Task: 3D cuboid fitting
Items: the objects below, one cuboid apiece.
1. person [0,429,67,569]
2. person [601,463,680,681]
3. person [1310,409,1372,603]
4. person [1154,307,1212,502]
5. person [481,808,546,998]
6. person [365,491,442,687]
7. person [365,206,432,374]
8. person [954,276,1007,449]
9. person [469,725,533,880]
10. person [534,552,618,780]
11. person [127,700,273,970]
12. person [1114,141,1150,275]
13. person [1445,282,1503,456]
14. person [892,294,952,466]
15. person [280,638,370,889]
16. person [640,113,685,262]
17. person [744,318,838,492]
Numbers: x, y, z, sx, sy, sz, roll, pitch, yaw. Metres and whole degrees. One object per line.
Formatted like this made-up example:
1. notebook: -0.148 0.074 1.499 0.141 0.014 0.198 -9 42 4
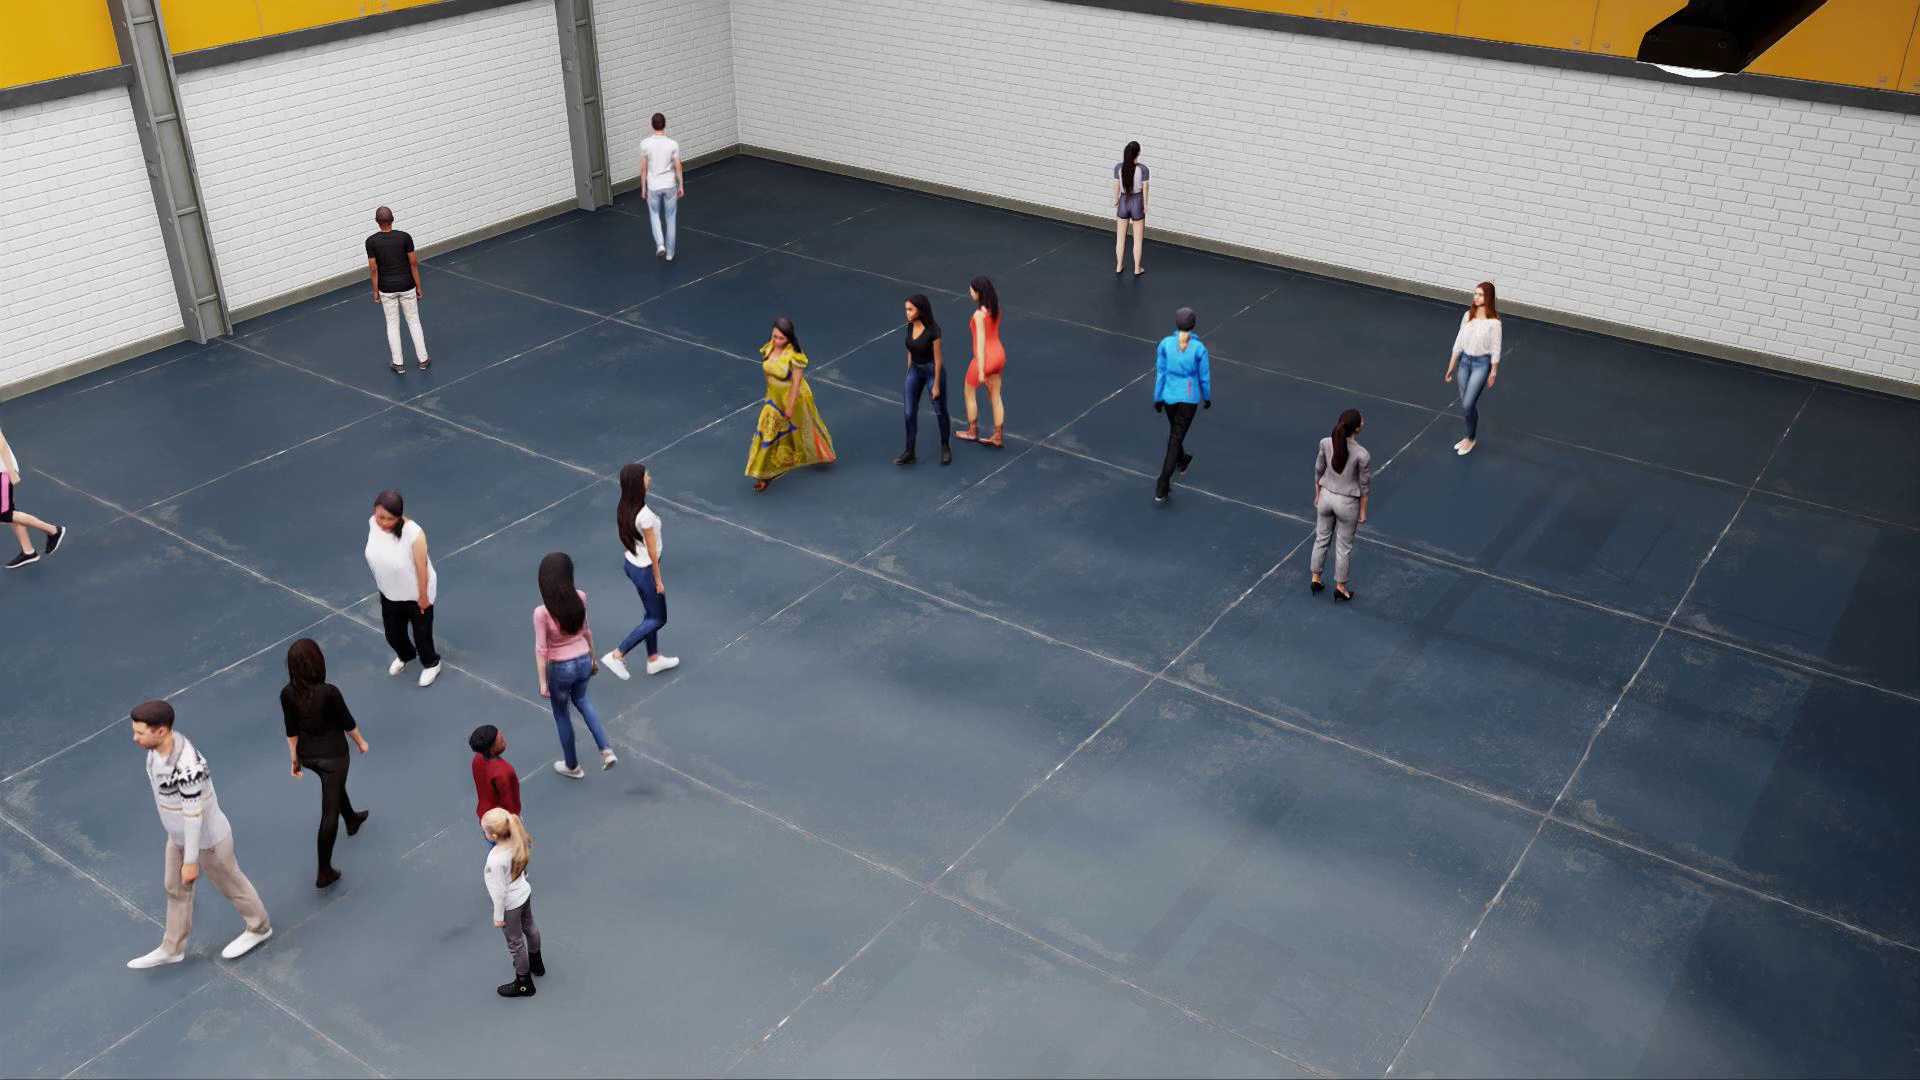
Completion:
1. person: -7.918 -0.598 13.918 0.807 1.770 0.730 -22 36 -35
2. person: -2.416 0.284 12.313 0.954 1.758 0.799 -16 33 -27
3. person: 3.059 -0.282 13.436 0.635 1.677 0.593 22 35 34
4. person: 1.960 -1.185 15.018 0.664 1.748 1.156 16 33 27
5. person: -2.564 2.061 9.556 0.624 1.280 0.540 5 29 10
6. person: -4.108 0.332 12.328 0.751 1.659 0.704 21 35 33
7. person: -5.987 -2.668 17.677 0.704 1.805 0.821 -13 31 -22
8. person: 0.345 -1.672 15.971 0.673 1.689 0.695 15 32 26
9. person: -2.890 1.701 10.247 0.538 1.250 0.548 25 37 37
10. person: -2.586 0.892 11.226 0.757 1.733 0.746 23 36 35
11. person: -4.355 1.669 9.696 1.073 1.833 0.838 -25 37 -37
12. person: 2.102 -4.082 20.431 0.637 1.650 0.587 11 31 19
13. person: 4.983 -1.666 15.935 0.729 1.714 0.683 -18 33 -29
14. person: -0.266 -1.519 15.673 0.555 1.707 0.818 15 32 26
15. person: -4.000 1.416 10.401 0.830 1.603 1.121 5 29 9
16. person: -3.721 -4.368 20.754 0.830 1.843 0.884 -4 29 -7
17. person: -1.531 -1.296 15.375 0.792 1.600 1.402 17 33 28
